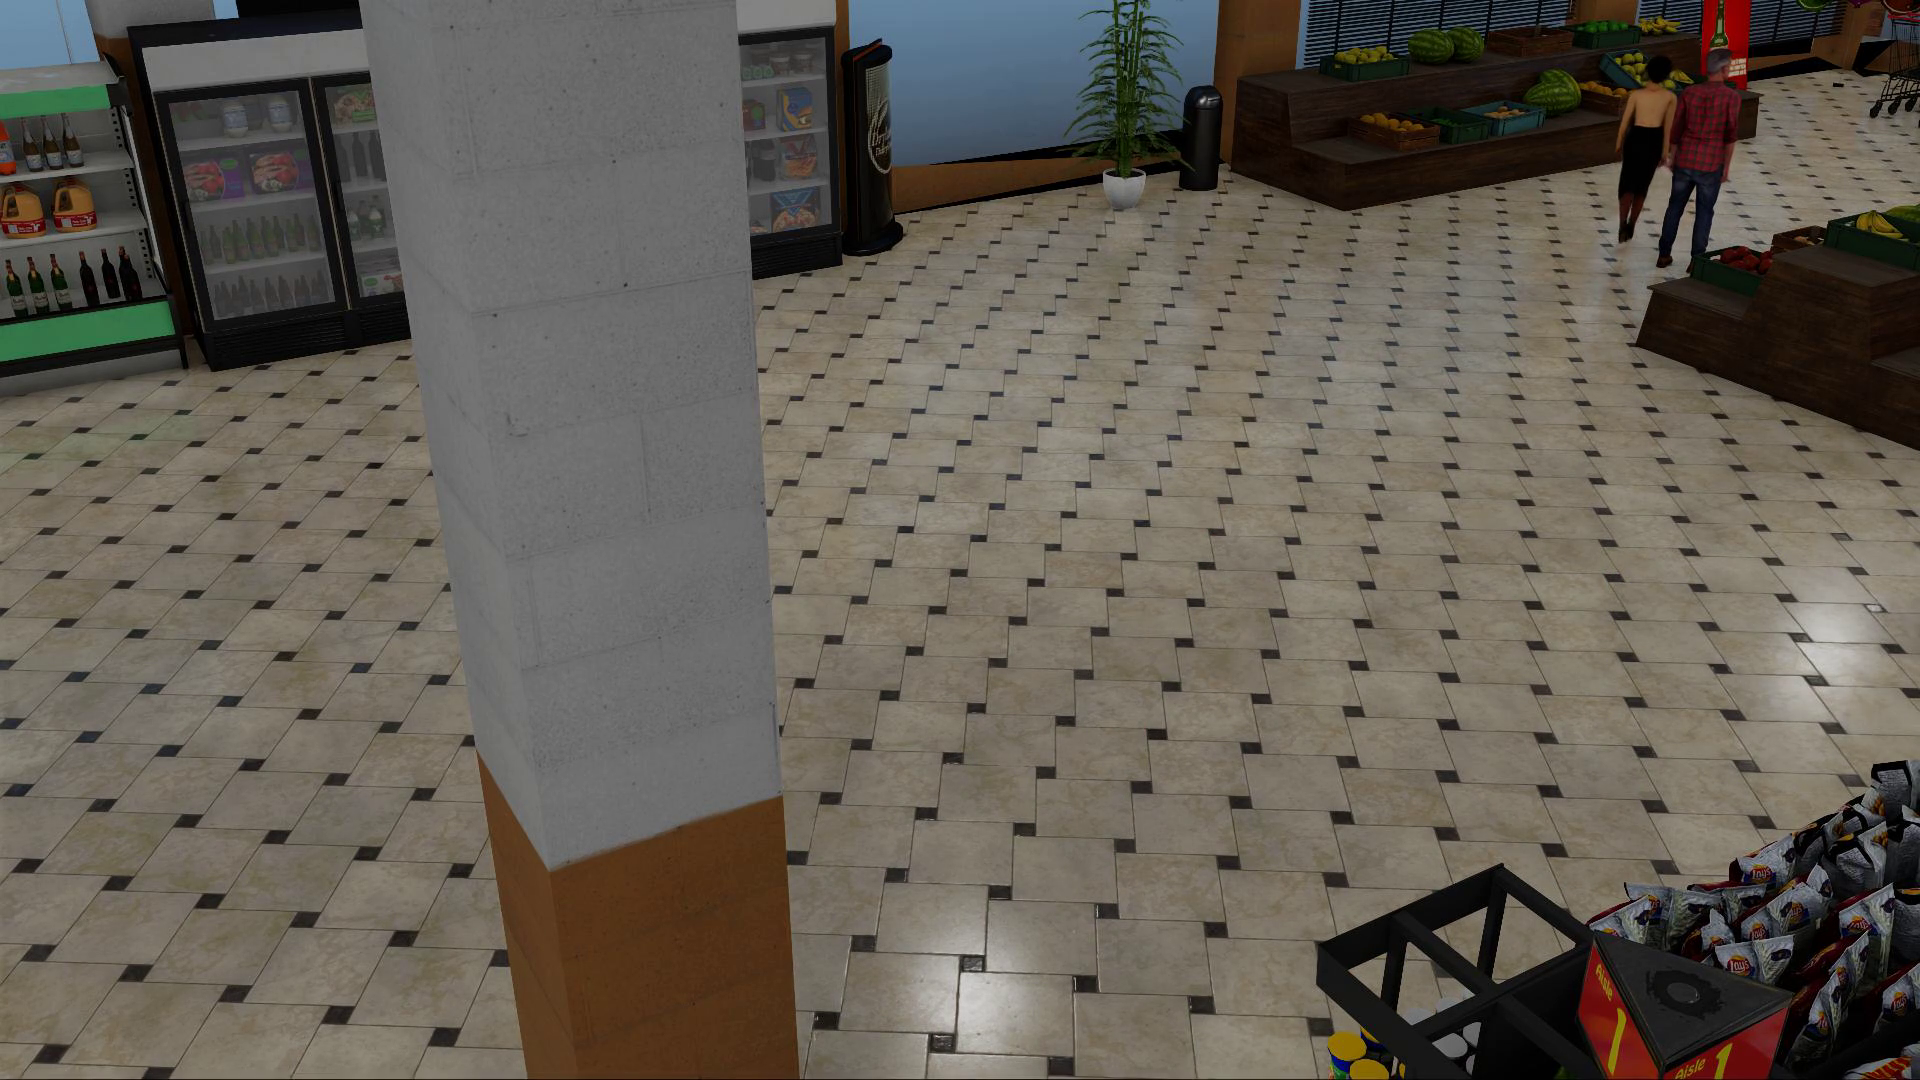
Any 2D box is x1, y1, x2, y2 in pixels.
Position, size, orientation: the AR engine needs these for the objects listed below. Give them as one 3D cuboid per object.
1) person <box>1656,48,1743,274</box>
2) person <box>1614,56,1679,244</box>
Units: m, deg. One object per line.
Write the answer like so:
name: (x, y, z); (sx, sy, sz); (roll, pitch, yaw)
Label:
person: (6.173, -3.164, 13.883); (0.746, 1.831, 0.665); (23, 35, 38)
person: (5.930, -3.341, 14.450); (0.787, 1.634, 0.852); (8, 28, 15)
